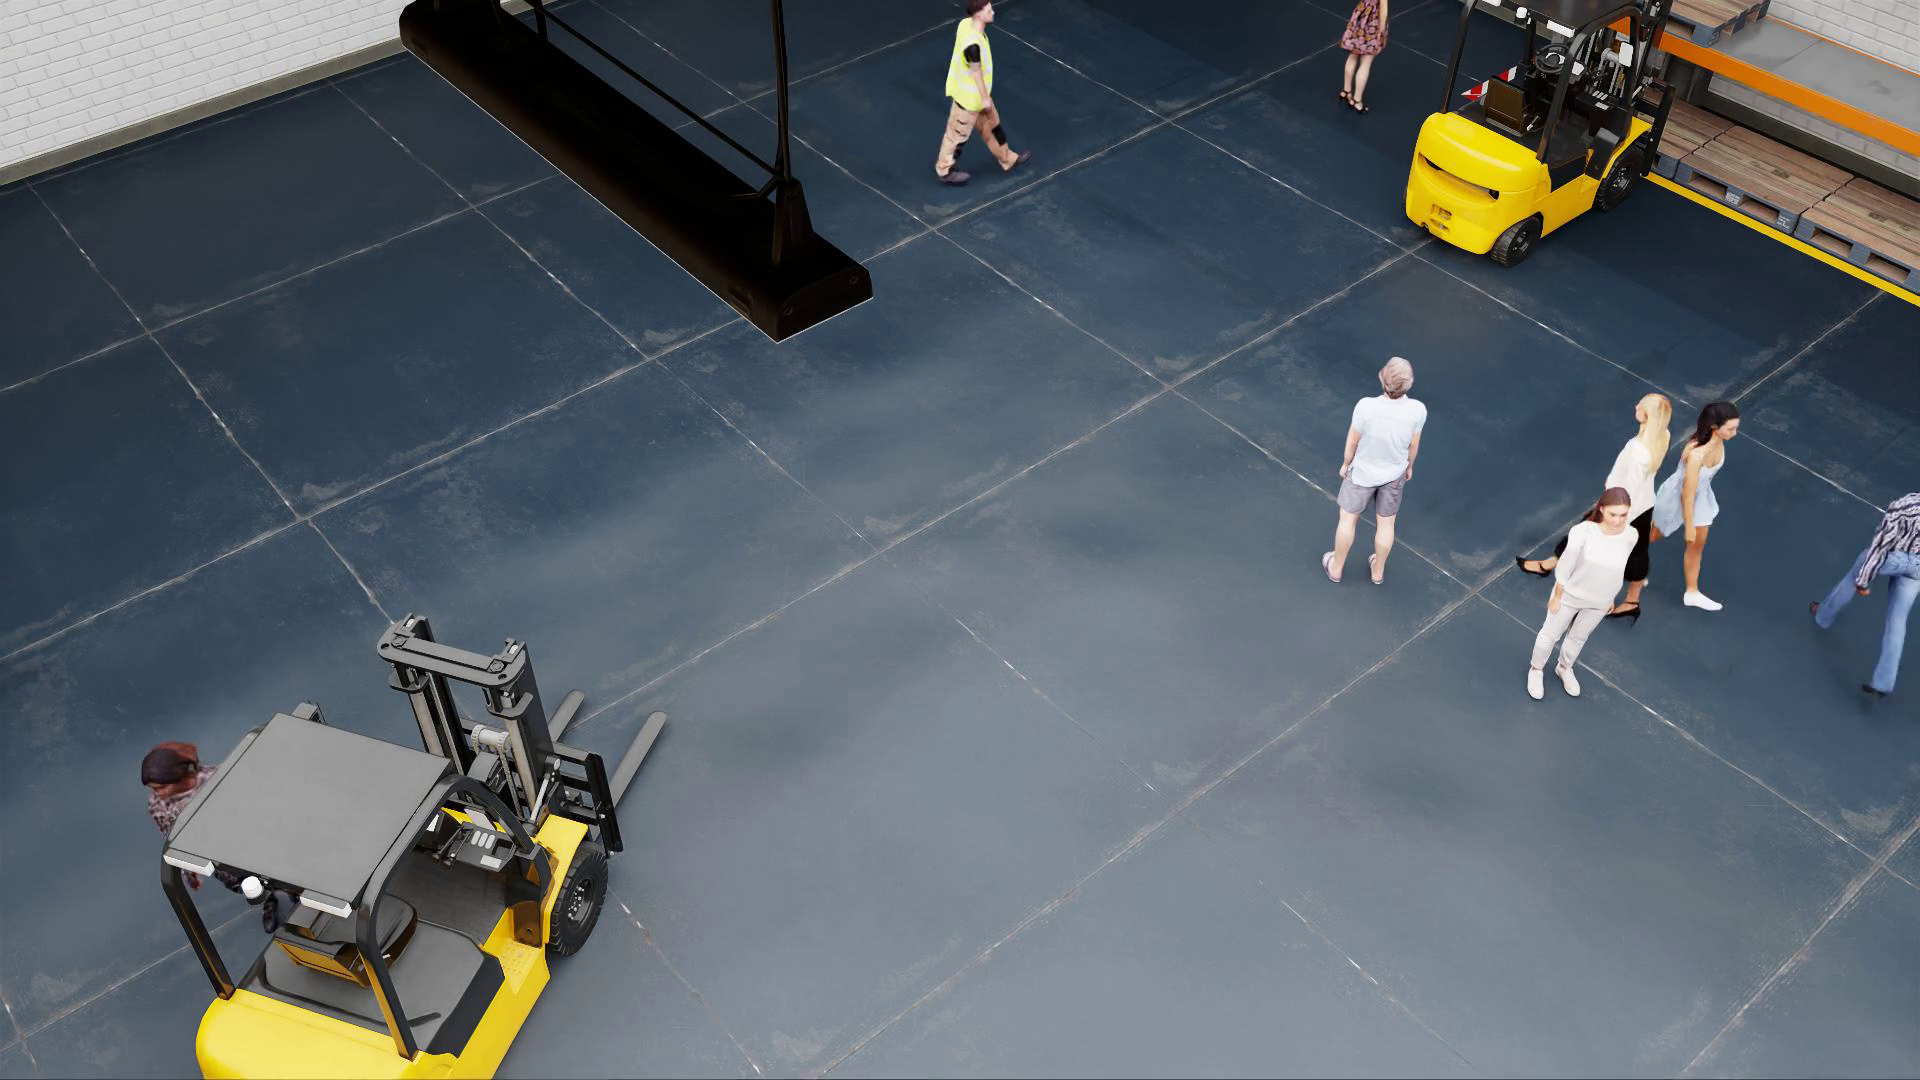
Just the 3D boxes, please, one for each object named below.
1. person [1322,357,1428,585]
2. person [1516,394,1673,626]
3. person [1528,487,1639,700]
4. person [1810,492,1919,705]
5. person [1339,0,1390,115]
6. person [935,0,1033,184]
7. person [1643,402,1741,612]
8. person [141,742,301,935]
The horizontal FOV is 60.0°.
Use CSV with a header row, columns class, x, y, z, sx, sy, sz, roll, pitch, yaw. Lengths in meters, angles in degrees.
class,x,y,z,sx,sy,sz,roll,pitch,yaw
person,2.803,-0.440,11.191,0.706,1.828,0.767,4,44,4
person,4.438,-0.152,10.898,1.151,1.816,0.729,32,52,29
person,3.932,0.323,10.491,0.687,1.688,0.718,-3,44,-3
person,5.953,0.266,10.518,1.111,1.734,1.216,1,44,1
person,3.933,-4.949,15.963,0.818,1.774,0.718,-15,46,-15
person,0.036,-4.006,14.964,1.189,1.786,1.197,-2,44,-2
person,4.748,-0.296,11.135,0.600,1.697,0.962,-32,52,-29
person,-4.021,1.626,9.128,0.720,1.682,0.690,-28,50,-26
